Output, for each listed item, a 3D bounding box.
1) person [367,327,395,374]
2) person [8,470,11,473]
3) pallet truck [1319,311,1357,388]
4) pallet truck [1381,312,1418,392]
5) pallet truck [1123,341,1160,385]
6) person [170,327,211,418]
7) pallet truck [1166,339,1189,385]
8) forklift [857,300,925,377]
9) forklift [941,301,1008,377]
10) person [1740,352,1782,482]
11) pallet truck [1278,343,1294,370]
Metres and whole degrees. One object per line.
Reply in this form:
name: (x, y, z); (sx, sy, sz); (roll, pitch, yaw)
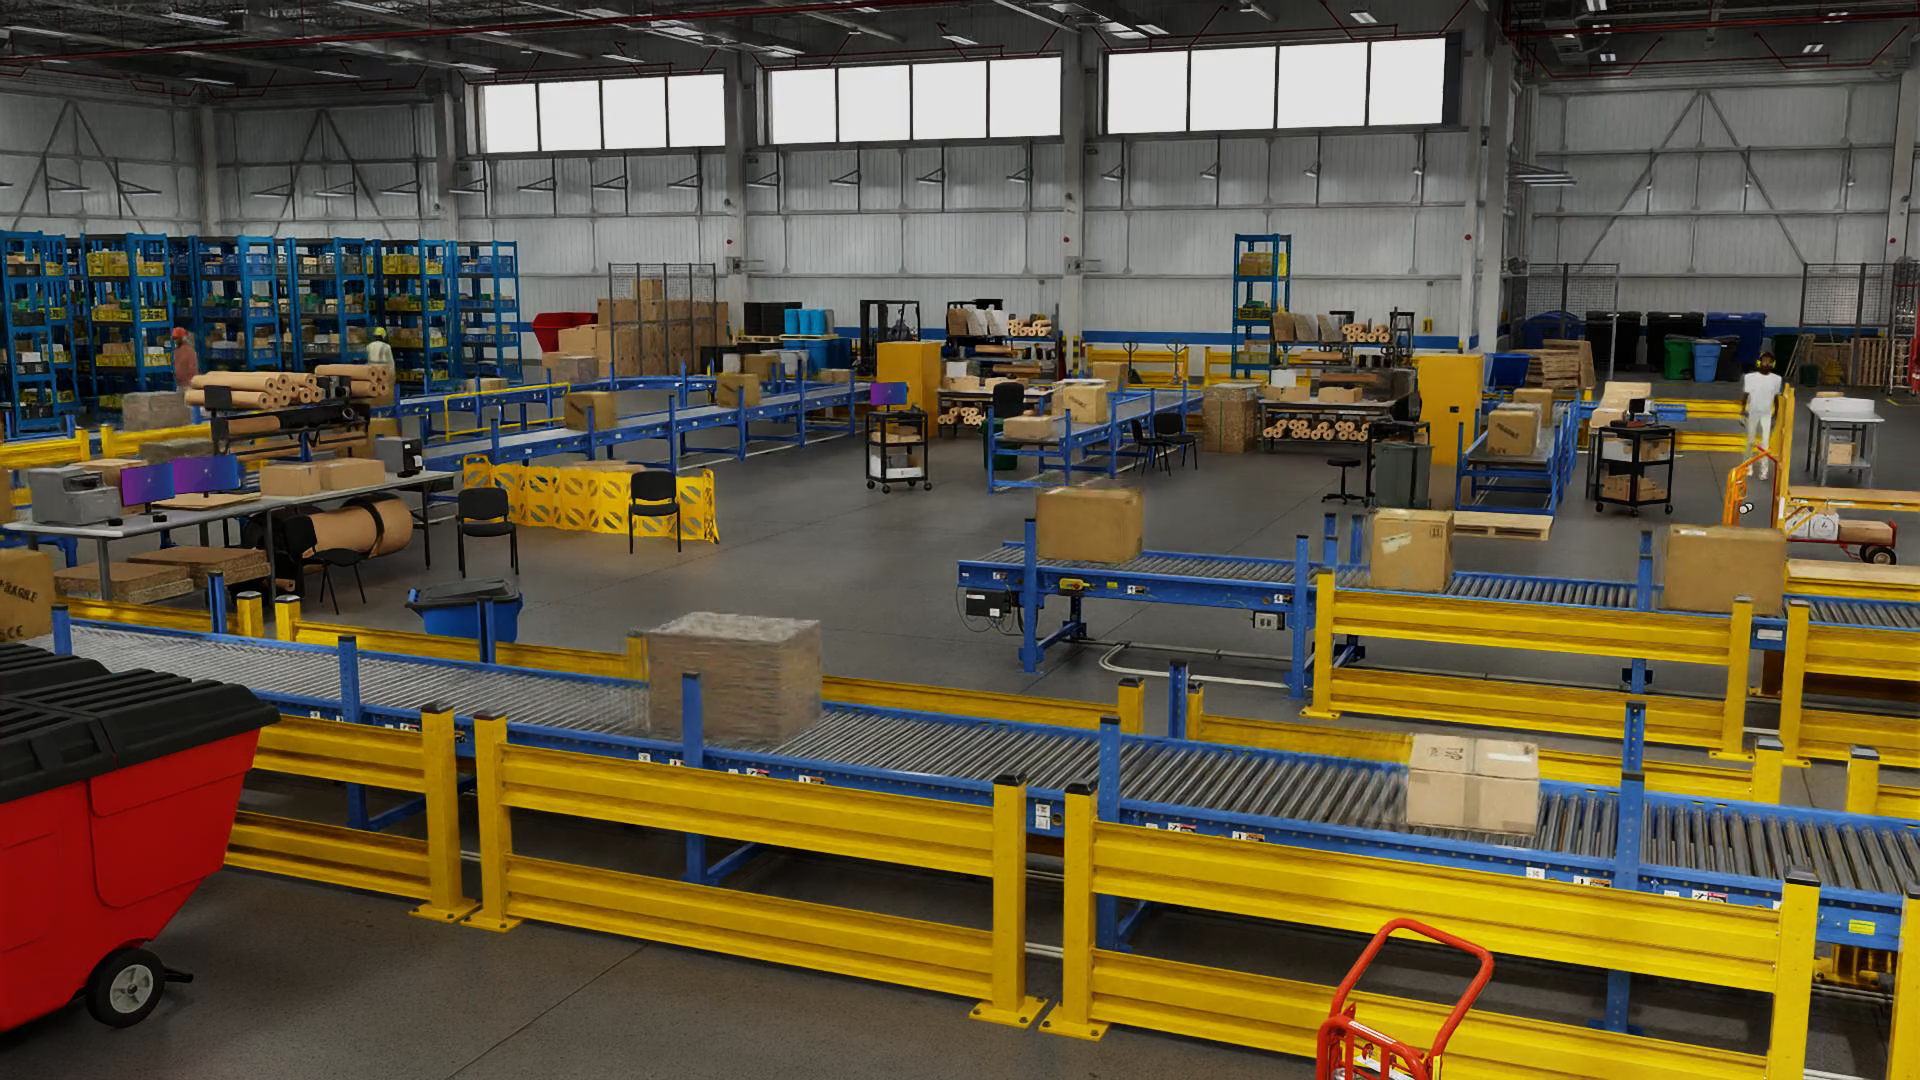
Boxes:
person: (-11.778, -3.424, 33.781); (0.601, 1.800, 0.893); (5, 11, 27)
person: (-14.306, -1.859, 24.088); (0.886, 1.877, 0.643); (-7, 12, -37)
pallet truck: (9.071, -4.419, 39.190); (0.823, 1.965, 1.885); (5, 10, 26)
pallet truck: (10.207, -4.283, 38.369); (0.823, 1.965, 1.885); (3, 10, 20)
pallet truck: (4.445, -4.380, 41.279); (0.680, 1.201, 1.601); (4, 10, 22)
person: (-13.473, -2.746, 29.120); (0.625, 1.979, 0.701); (6, 11, 32)
pallet truck: (5.418, -4.269, 40.420); (0.704, 1.261, 1.522); (3, 10, 20)
forklift: (-1.732, -5.109, 42.468); (1.157, 1.987, 2.680); (4, 10, 22)
forklift: (0.365, -4.966, 41.571); (1.157, 1.987, 2.680); (3, 10, 20)
person: (11.402, -1.774, 23.724); (0.519, 1.826, 0.987); (3, 10, 20)
pallet truck: (7.886, -4.163, 39.743); (0.653, 1.274, 1.630); (4, 10, 22)
